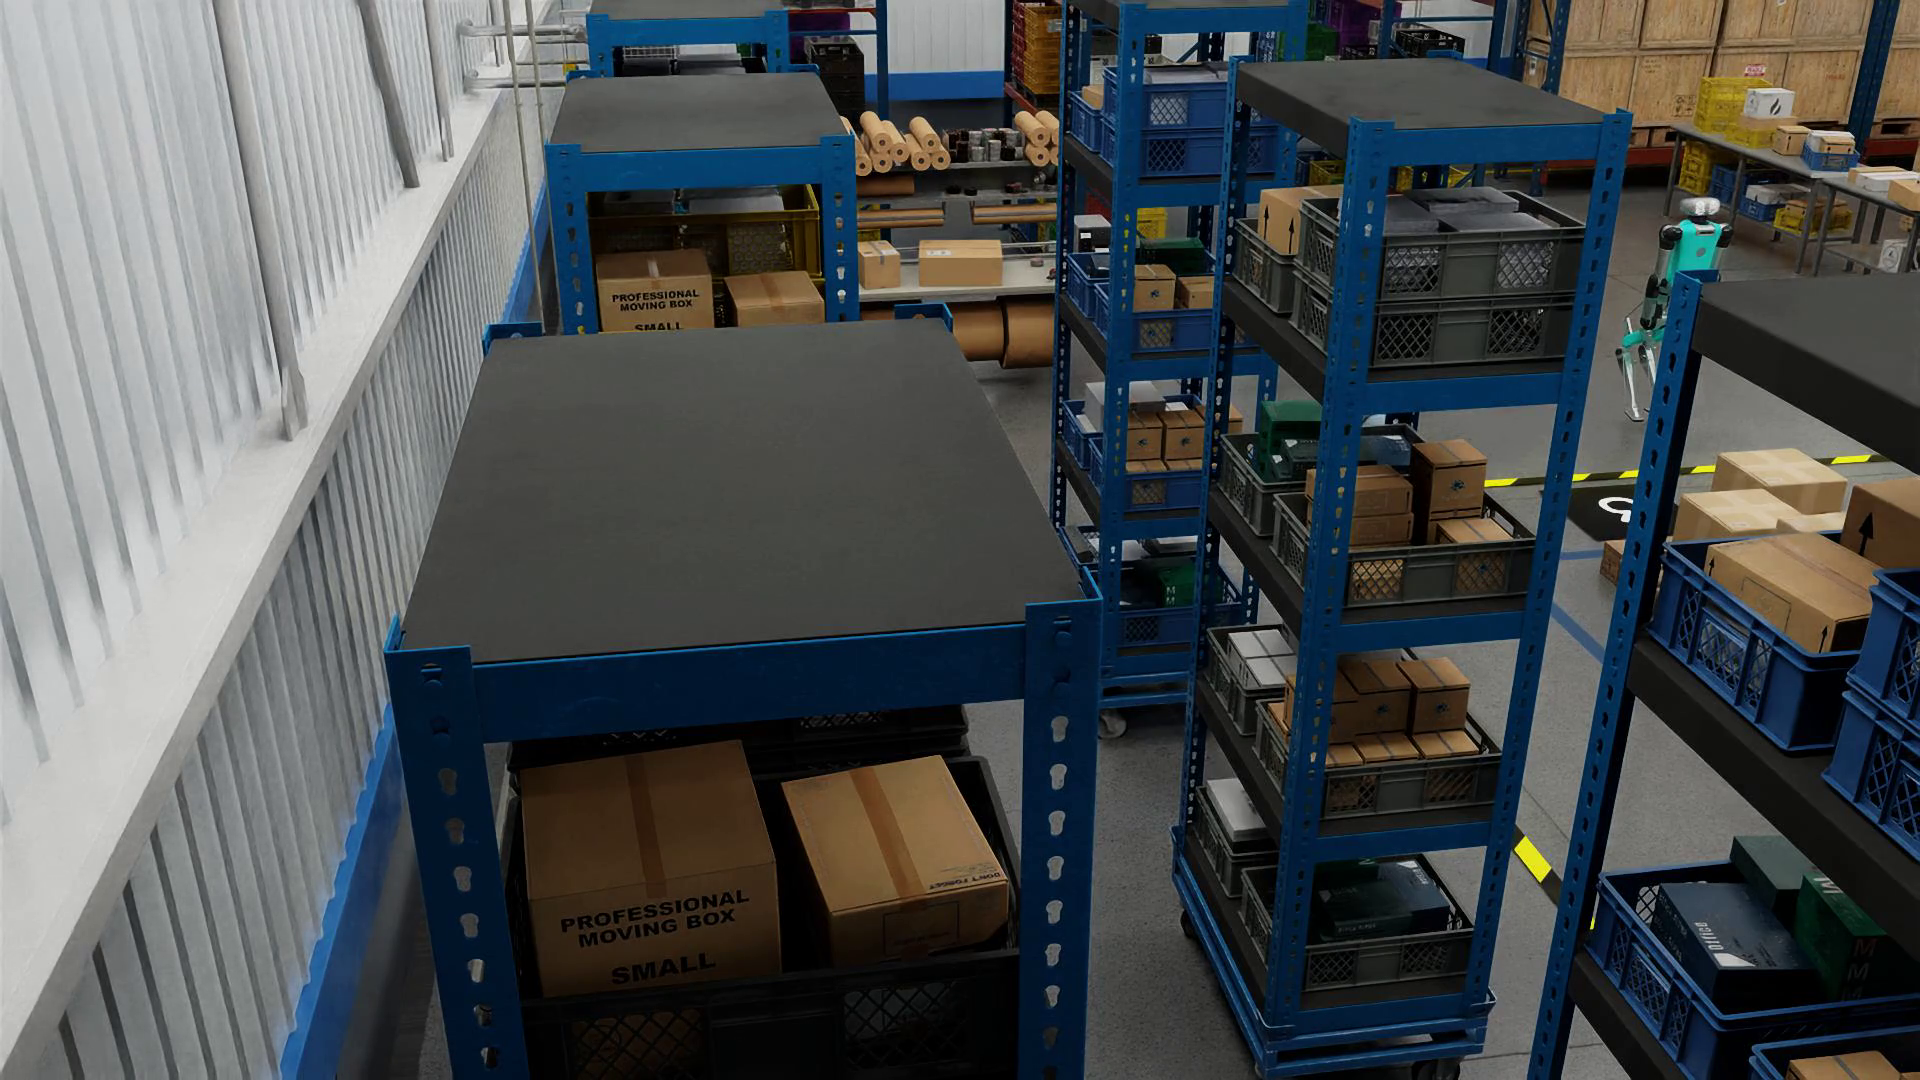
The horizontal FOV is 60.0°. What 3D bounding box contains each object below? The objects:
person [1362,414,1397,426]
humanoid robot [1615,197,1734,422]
[{"bbox_3d":[1.885,0.252,7.856,0.591,1.851,0.400,-3,25,-6],"label":"person"},{"bbox_3d":[5.108,-1.714,12.107,0.533,1.677,0.735,-4,25,-9],"label":"humanoid robot"}]
